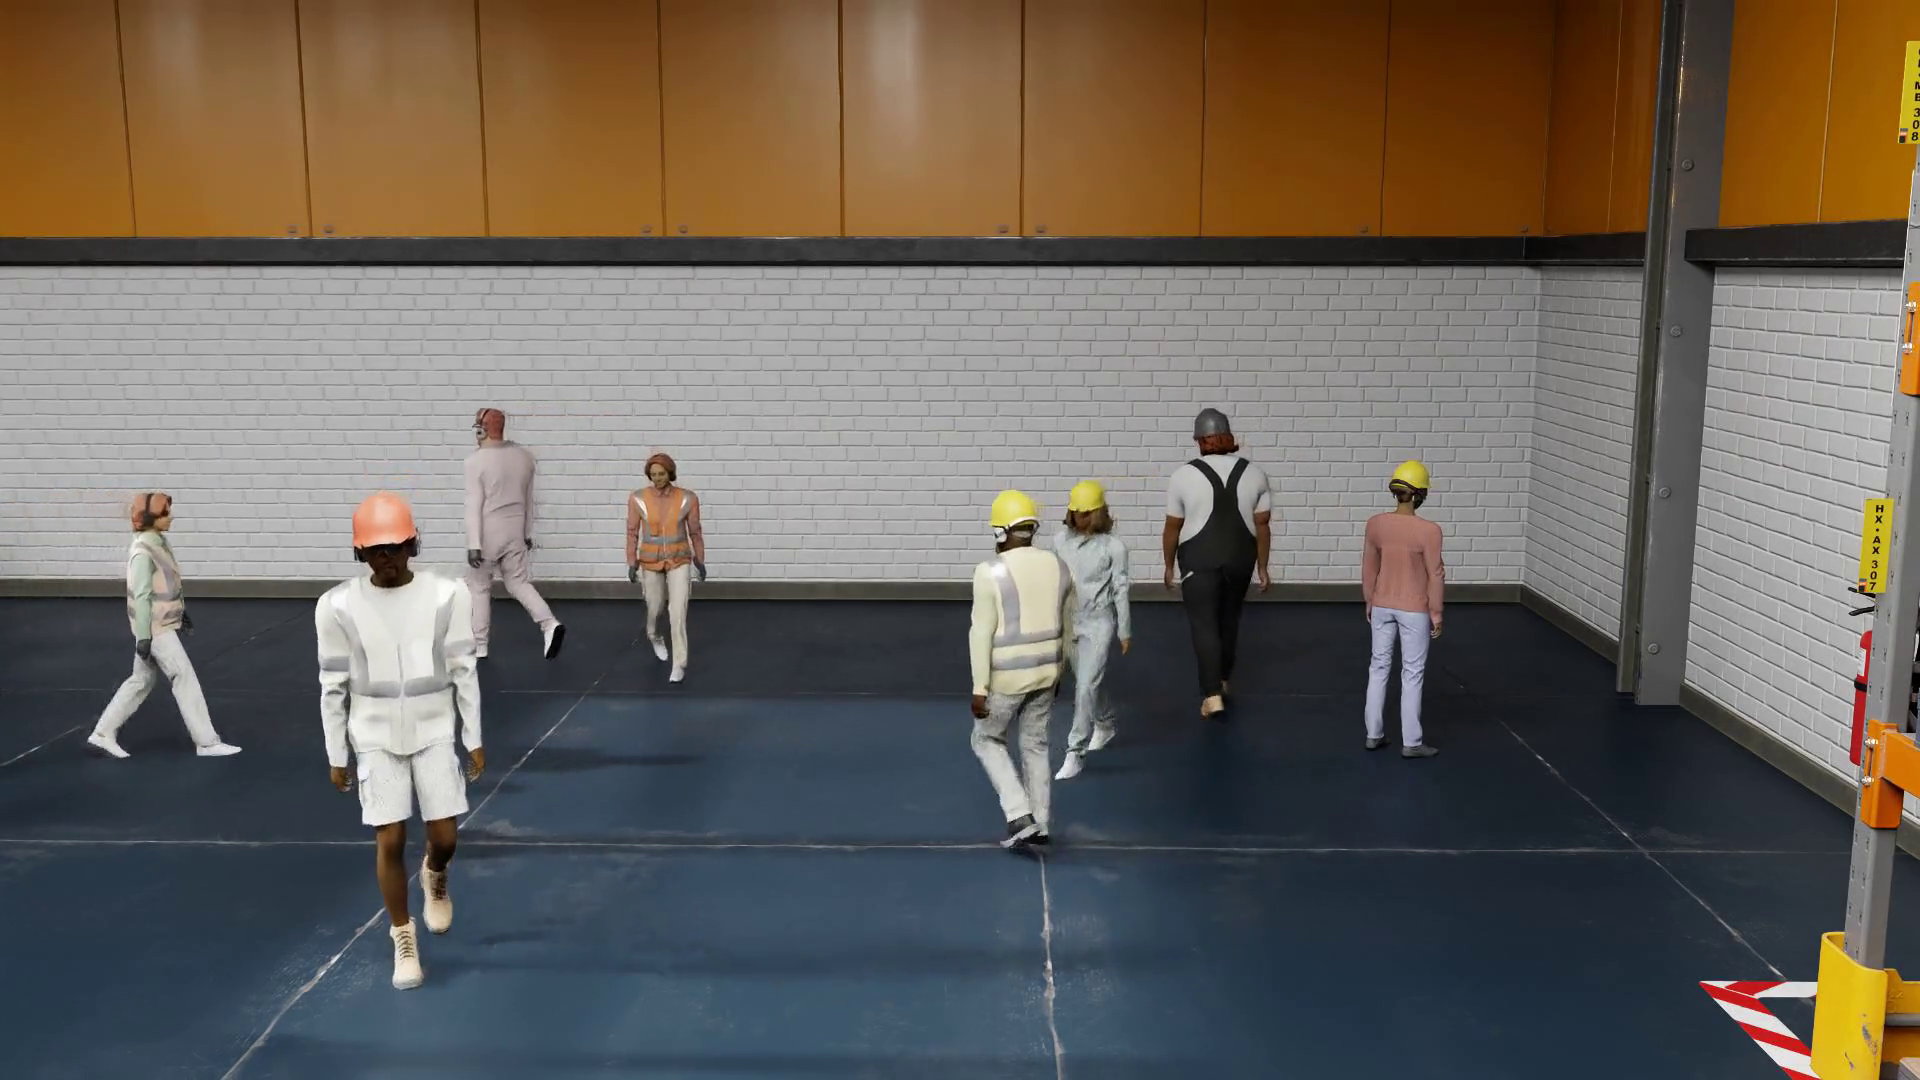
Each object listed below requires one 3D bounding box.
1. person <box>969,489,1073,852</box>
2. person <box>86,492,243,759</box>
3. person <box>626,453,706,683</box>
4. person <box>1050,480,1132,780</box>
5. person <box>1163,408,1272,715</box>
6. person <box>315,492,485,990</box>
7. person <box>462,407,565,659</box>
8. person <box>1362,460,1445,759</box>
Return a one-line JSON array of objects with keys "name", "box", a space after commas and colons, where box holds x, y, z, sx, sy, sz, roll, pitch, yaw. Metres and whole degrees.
[{"name": "person", "box": [0.274, 0.659, 8.218, 0.653, 1.809, 0.452, -7, 12, -36]}, {"name": "person", "box": [-4.738, 0.509, 9.737, 0.831, 1.603, 0.521, -3, 10, -19]}, {"name": "person", "box": [-2.091, 0.157, 11.854, 0.553, 1.600, 0.777, -1, 10, -6]}, {"name": "person", "box": [0.760, 0.480, 9.655, 0.496, 1.727, 0.717, 7, 12, 37]}, {"name": "person", "box": [1.677, 0.094, 10.912, 0.689, 2.000, 1.014, -1, 10, -7]}, {"name": "person", "box": [-2.273, 0.789, 6.788, 0.624, 2.025, 0.570, -3, 10, -19]}, {"name": "person", "box": [-3.328, -0.031, 12.171, 0.831, 1.881, 0.655, 6, 11, 31]}, {"name": "person", "box": [2.631, 0.409, 9.848, 0.317, 1.766, 0.533, -9, 13, -42]}]
